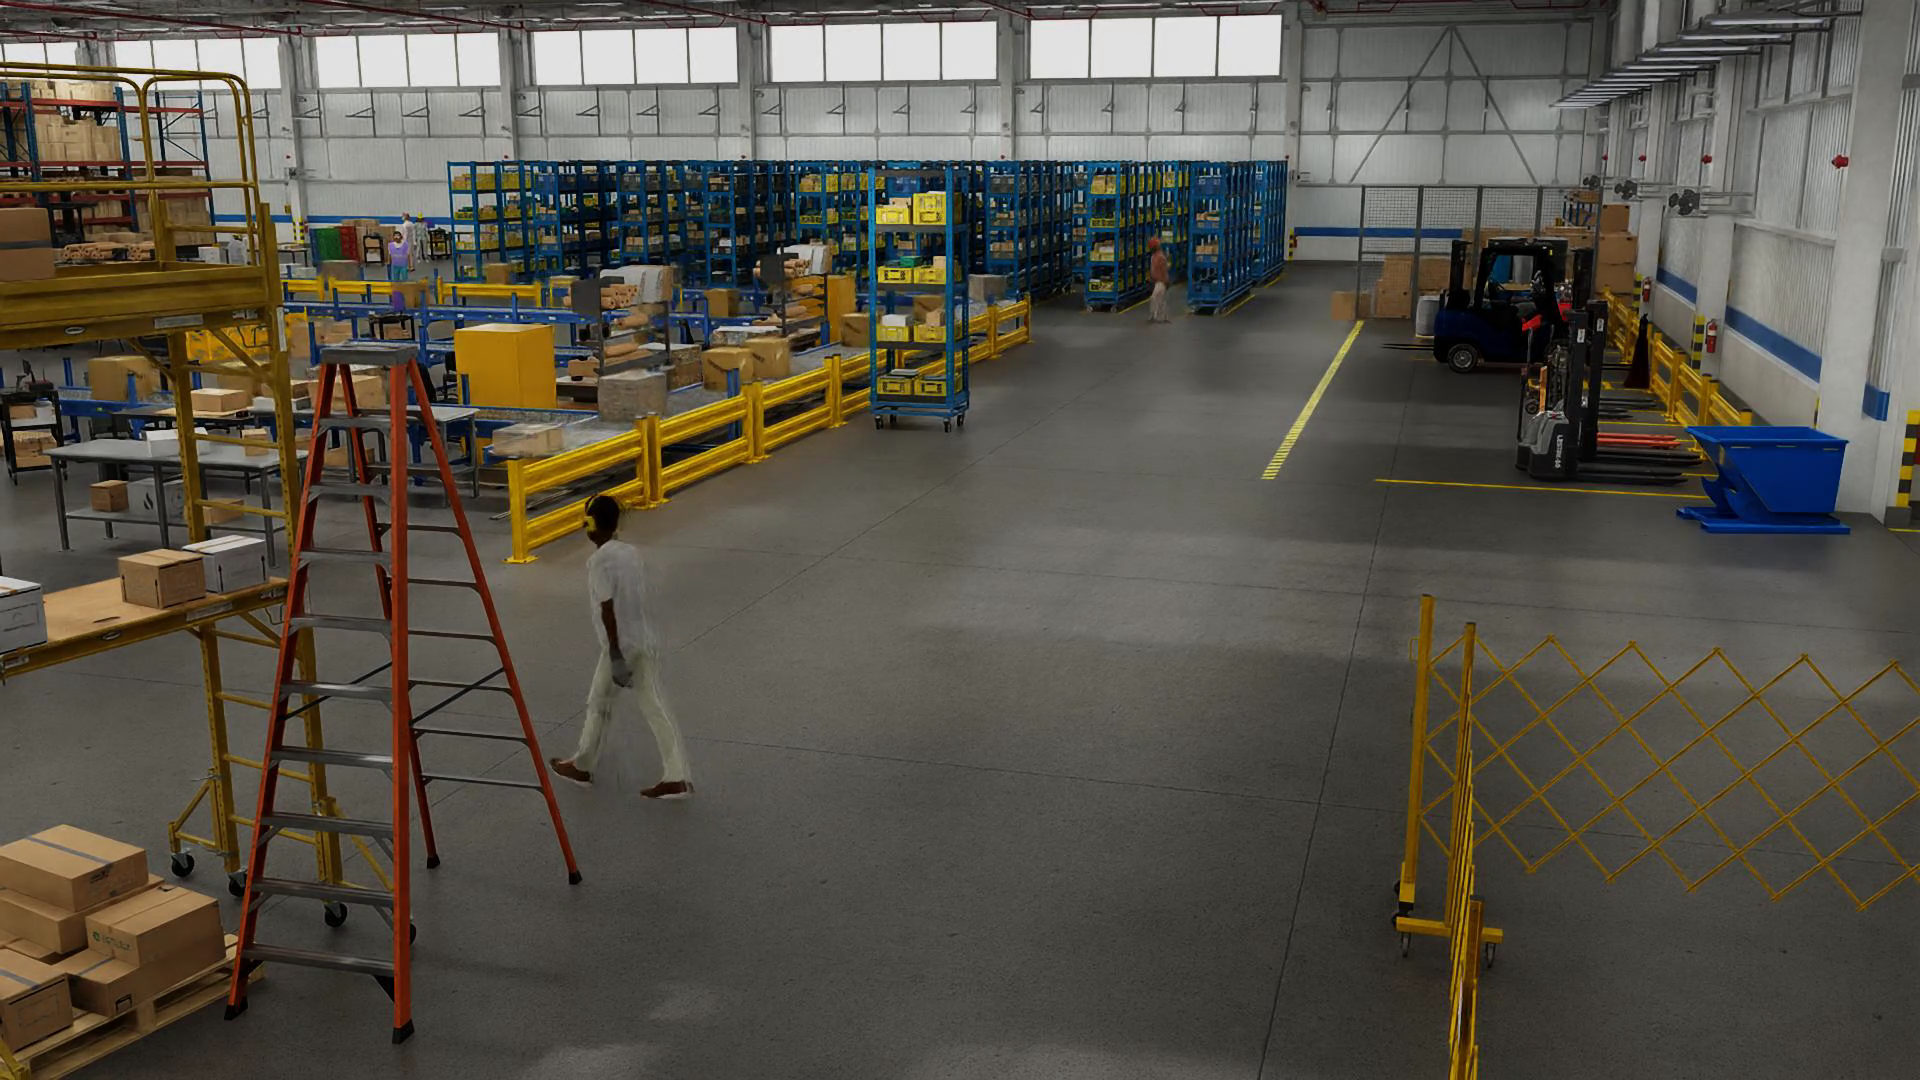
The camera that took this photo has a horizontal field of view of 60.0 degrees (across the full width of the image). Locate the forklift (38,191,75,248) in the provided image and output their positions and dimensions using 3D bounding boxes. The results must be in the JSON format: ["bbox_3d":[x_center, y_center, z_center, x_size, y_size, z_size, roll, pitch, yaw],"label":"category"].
[{"bbox_3d":[-26.478,-8.943,48.902,1.873,2.768,1.129,4,14,16],"label":"forklift"}]

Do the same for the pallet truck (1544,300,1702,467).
[{"bbox_3d":[8.263,-1.952,20.631,1.885,1.965,0.823,5,14,20],"label":"pallet truck"}]

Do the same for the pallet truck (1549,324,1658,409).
[{"bbox_3d":[9.824,-2.669,25.407,1.601,1.201,0.680,4,14,16],"label":"pallet truck"}]

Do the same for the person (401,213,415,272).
[{"bbox_3d":[-18.156,-9.782,54.651,0.409,1.908,0.647,0,13,1],"label":"person"}]

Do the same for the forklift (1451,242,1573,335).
[{"bbox_3d":[10.464,-4.597,31.405,2.680,1.987,1.157,4,14,16],"label":"forklift"}]

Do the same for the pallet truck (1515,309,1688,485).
[{"bbox_3d":[7.554,-1.677,19.446,1.885,1.965,0.823,3,13,14],"label":"pallet truck"}]

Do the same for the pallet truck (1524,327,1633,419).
[{"bbox_3d":[9.065,-2.460,24.370,1.522,1.261,0.704,3,13,14],"label":"pallet truck"}]

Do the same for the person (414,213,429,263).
[{"bbox_3d":[-19.147,-10.732,59.137,0.485,1.734,0.346,-8,15,-32],"label":"person"}]

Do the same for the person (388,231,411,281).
[{"bbox_3d":[-14.506,-7.076,43.092,0.566,1.847,0.389,-1,13,-6],"label":"person"}]

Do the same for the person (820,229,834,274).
[{"bbox_3d":[-3.718,-7.677,45.755,0.603,1.813,0.590,3,13,13],"label":"person"}]

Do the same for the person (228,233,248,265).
[{"bbox_3d":[-19.202,-7.364,44.373,0.587,1.831,0.404,6,14,25],"label":"person"}]

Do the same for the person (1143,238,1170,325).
[{"bbox_3d":[4.387,-5.799,37.365,0.825,1.937,0.628,-4,14,-15],"label":"person"}]

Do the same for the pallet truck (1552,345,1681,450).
[{"bbox_3d":[8.641,-1.896,21.908,1.630,1.274,0.653,4,14,16],"label":"pallet truck"}]

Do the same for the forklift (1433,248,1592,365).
[{"bbox_3d":[9.780,-4.111,29.280,2.680,1.987,1.157,3,13,14],"label":"forklift"}]

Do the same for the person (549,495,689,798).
[{"bbox_3d":[-2.050,0.634,9.887,1.013,1.799,0.508,6,14,23],"label":"person"}]
